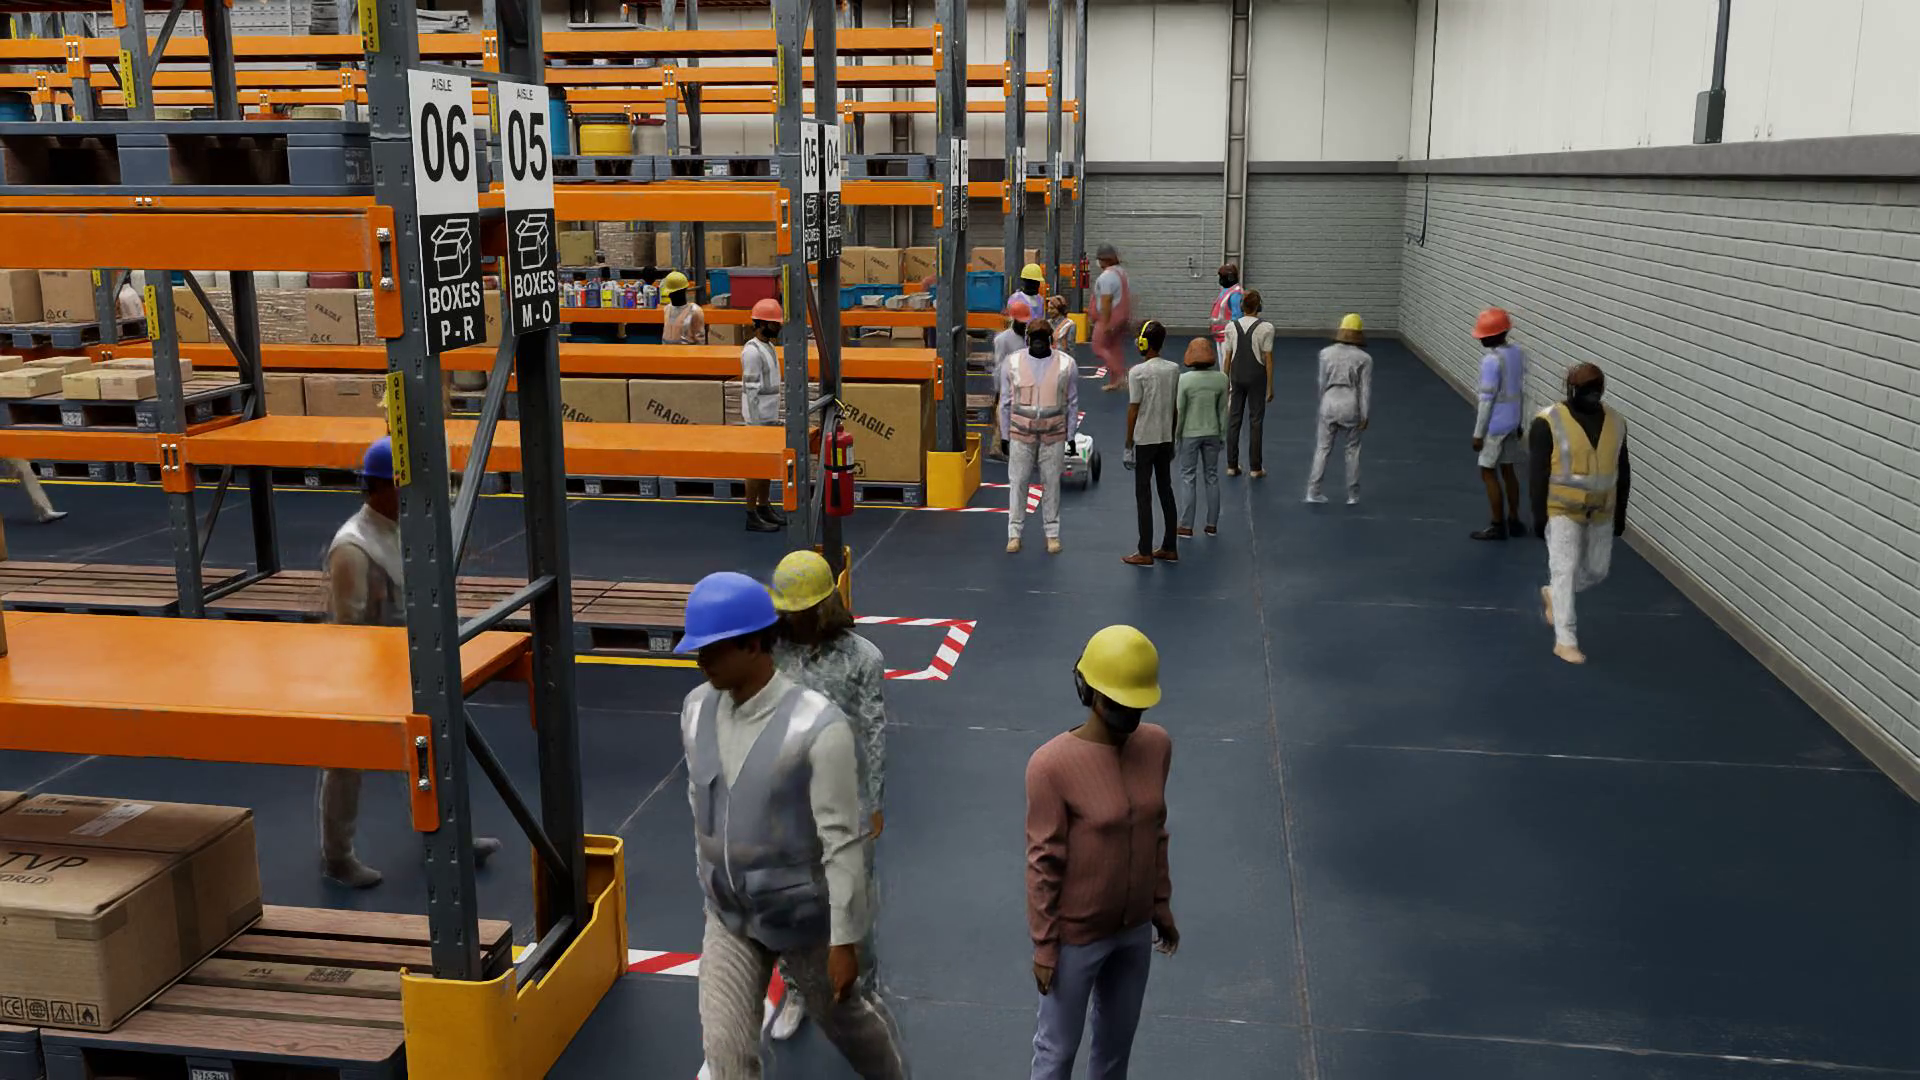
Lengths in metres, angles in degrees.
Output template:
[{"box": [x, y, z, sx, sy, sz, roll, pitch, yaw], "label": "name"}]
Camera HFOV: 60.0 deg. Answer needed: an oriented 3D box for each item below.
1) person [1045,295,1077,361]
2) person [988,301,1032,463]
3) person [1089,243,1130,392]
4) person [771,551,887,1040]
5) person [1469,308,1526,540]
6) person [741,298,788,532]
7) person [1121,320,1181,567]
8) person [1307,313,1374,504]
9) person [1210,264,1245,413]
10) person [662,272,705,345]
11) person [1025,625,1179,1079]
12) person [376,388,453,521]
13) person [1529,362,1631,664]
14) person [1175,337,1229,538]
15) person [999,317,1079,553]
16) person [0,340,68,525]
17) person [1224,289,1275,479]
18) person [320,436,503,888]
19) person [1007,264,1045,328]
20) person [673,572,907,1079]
[{"box": [1.074, -1.852, 18.170, 0.316, 1.631, 0.524, -11, 16, -40], "label": "person"}, {"box": [0.621, -1.557, 16.694, 0.937, 1.678, 0.574, 9, 15, 34], "label": "person"}, {"box": [1.995, -2.981, 22.329, 0.543, 2.000, 0.700, 7, 14, 28], "label": "person"}, {"box": [-0.493, 0.876, 5.631, 0.490, 1.731, 0.321, 1, 13, 6], "label": "person"}, {"box": [4.374, -0.932, 13.447, 0.351, 1.897, 0.739, 12, 17, 43], "label": "person"}, {"box": [-1.603, -1.030, 13.788, 0.387, 1.929, 0.544, 3, 13, 12], "label": "person"}, {"box": [1.451, -0.729, 12.587, 0.503, 1.861, 0.327, -9, 16, -37], "label": "person"}, {"box": [3.421, -1.161, 14.837, 0.505, 1.720, 0.442, 5, 14, 23], "label": "person"}, {"box": [3.301, -2.486, 20.557, 0.429, 1.840, 0.624, -1, 13, -5], "label": "person"}, {"box": [-2.943, -1.868, 17.585, 0.585, 1.918, 0.377, 9, 16, 37], "label": "person"}, {"box": [0.406, 1.083, 4.631, 0.524, 1.759, 0.328, -10, 16, -37], "label": "person"}, {"box": [-3.067, -0.012, 9.413, 0.428, 1.824, 0.608, 2, 13, 7], "label": "person"}, {"box": [3.786, -0.191, 10.256, 0.648, 1.823, 0.701, -2, 13, -8], "label": "person"}, {"box": [1.942, -0.830, 13.546, 0.507, 1.632, 0.276, -4, 13, -19], "label": "person"}, {"box": [0.612, -0.812, 12.990, 0.623, 1.845, 0.430, 0, 12, 2], "label": "person"}, {"box": [-8.015, -0.891, 13.908, 0.876, 1.584, 0.533, 2, 13, 10], "label": "person"}, {"box": [2.806, -1.513, 16.172, 0.503, 1.839, 0.348, 7, 14, 30], "label": "person"}, {"box": [-2.339, 0.517, 6.900, 0.785, 1.906, 0.639, 1, 13, 6], "label": "person"}, {"box": [0.789, -2.213, 19.149, 0.395, 1.918, 0.591, 12, 17, 43], "label": "person"}, {"box": [-0.476, 0.997, 4.716, 0.639, 1.901, 0.960, 7, 14, 30], "label": "person"}]
